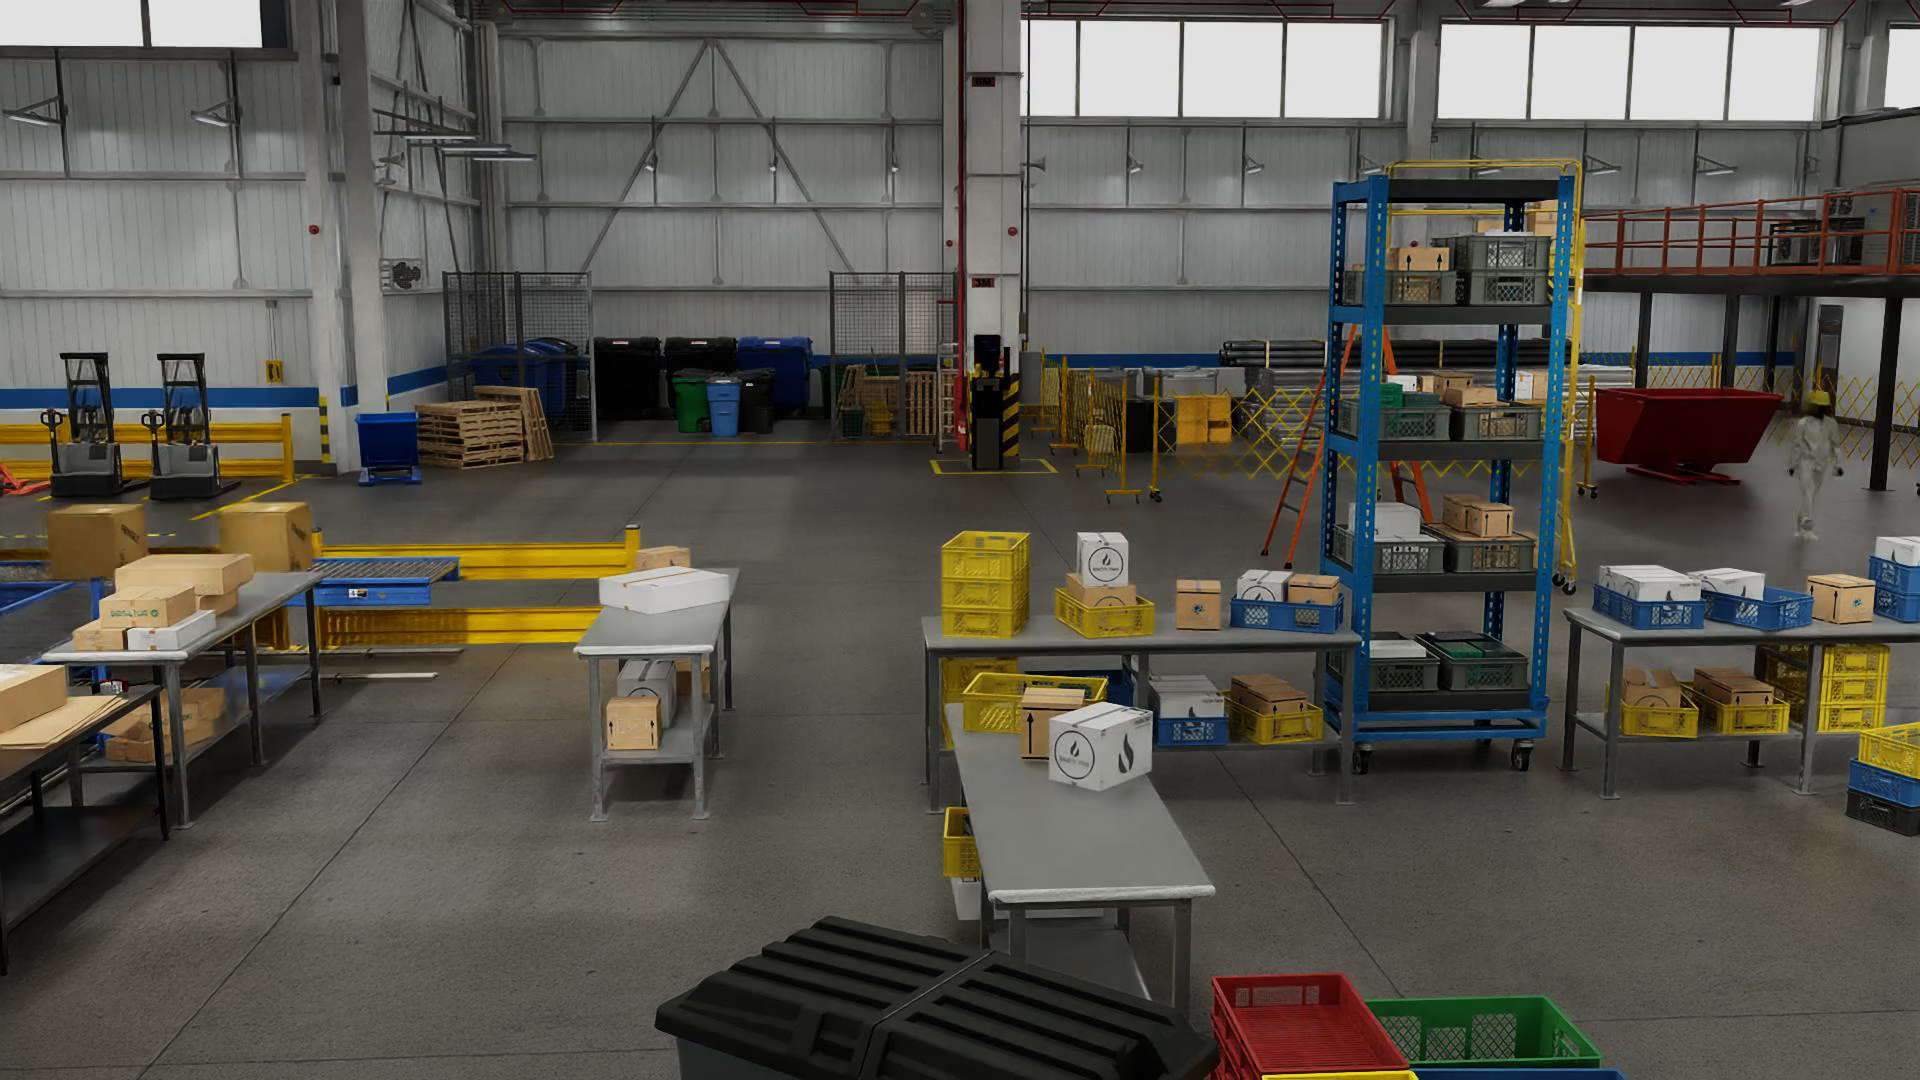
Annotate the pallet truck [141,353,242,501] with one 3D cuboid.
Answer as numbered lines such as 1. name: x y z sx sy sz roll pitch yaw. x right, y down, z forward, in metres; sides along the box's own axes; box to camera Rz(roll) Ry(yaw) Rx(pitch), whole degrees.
1. pallet truck: -10.520 -1.604 22.925 0.823 1.965 1.885 -1 9 -6

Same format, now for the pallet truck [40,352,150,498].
1. pallet truck: -11.907 -1.642 23.165 0.823 1.965 1.885 0 9 0

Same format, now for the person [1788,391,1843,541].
1. person: 9.823 -0.841 19.025 0.500 1.710 0.777 -1 9 -9

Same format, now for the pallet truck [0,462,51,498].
1. pallet truck: -13.193 -1.293 23.148 0.653 1.274 1.630 -1 9 -4
